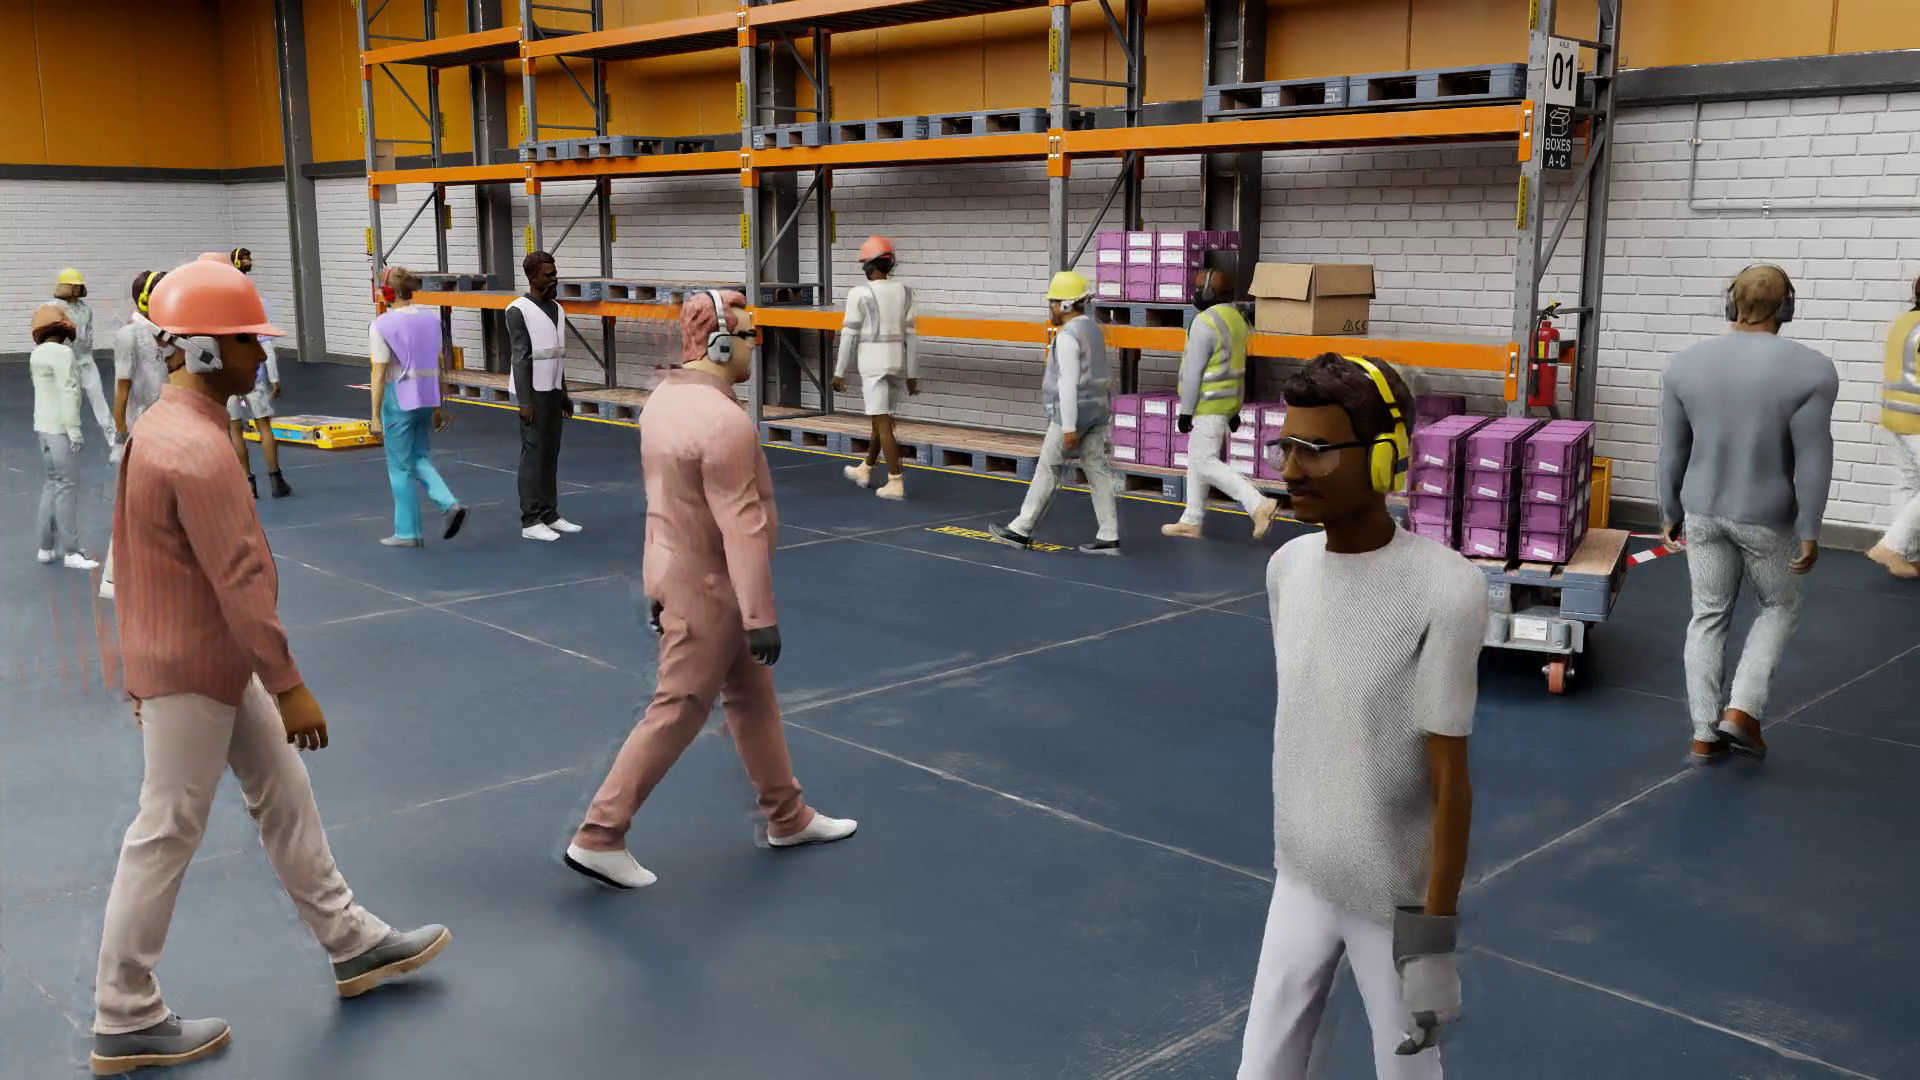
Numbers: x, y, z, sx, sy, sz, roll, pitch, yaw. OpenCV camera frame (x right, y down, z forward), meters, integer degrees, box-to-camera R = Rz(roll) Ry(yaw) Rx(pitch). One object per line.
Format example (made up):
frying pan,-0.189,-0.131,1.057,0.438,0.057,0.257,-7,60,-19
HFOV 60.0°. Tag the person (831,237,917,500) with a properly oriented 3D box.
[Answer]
person,-0.714,-1.337,12.950,0.613,2.003,0.976,-10,14,-44

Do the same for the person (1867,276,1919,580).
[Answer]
person,5.634,-0.664,9.727,0.453,1.834,0.667,2,11,9

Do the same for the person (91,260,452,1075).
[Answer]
person,-1.735,0.305,4.106,0.978,1.947,0.611,-5,12,-27

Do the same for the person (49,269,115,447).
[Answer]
person,-8.330,-1.699,15.739,0.887,1.703,0.491,6,12,28

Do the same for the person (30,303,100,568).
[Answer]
person,-5.497,-0.634,10.188,0.597,1.613,0.313,10,15,44

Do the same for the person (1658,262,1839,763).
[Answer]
person,2.976,-0.085,6.334,0.644,1.920,0.437,9,14,42

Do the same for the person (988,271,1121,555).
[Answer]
person,0.643,-0.801,10.583,0.903,1.784,0.610,5,12,27

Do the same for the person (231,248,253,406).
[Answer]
person,-8.482,-2.521,19.761,0.315,1.870,0.533,-2,11,-11

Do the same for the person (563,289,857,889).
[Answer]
person,-0.813,0.153,5.207,0.982,1.867,0.660,-5,11,-24

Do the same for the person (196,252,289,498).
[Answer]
person,-5.585,-1.260,12.819,0.597,1.900,0.432,-4,11,-21

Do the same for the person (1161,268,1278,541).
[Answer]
person,1.716,-0.871,10.917,0.791,1.815,0.623,6,12,28

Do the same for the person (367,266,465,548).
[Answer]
person,-3.523,-0.837,10.676,0.525,1.830,0.583,5,11,24

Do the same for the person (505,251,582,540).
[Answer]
person,-2.811,-0.970,11.164,0.392,1.920,0.589,3,11,14

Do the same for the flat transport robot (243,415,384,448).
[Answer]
flat transport robot,-6.286,-1.069,16.200,1.431,0.197,0.652,7,12,33

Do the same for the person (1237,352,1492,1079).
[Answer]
person,0.754,0.589,2.885,0.826,1.843,0.526,-7,13,-35

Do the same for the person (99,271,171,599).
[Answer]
person,-4.389,-0.567,9.231,0.960,1.818,0.531,-1,10,-7
